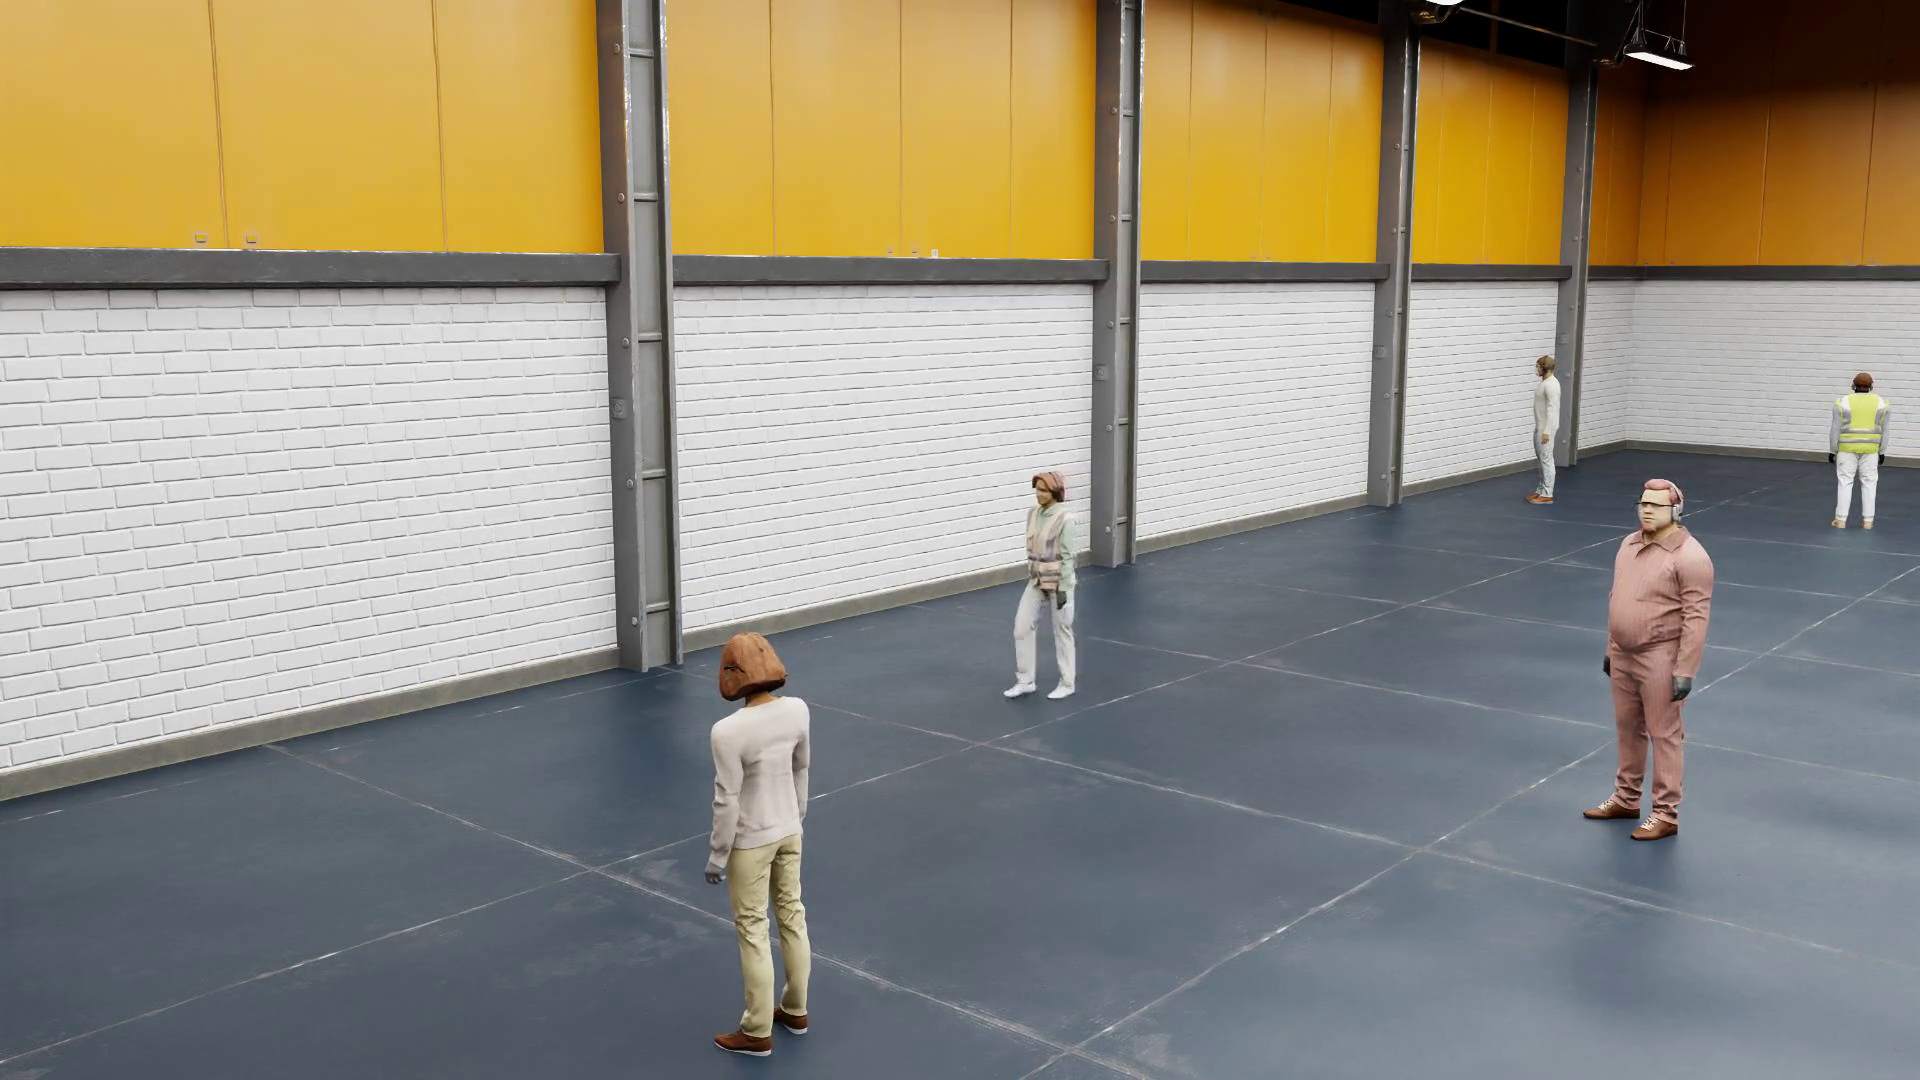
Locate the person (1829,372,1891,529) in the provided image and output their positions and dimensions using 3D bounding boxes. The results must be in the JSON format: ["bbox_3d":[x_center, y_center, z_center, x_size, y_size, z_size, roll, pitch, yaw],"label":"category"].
[{"bbox_3d":[10.557,-1.049,19.568,0.624,1.844,0.430,3,9,18],"label":"person"}]

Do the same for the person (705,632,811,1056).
[{"bbox_3d":[-0.772,1.155,6.379,0.279,1.633,0.498,7,11,36],"label":"person"}]

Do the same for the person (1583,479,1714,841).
[{"bbox_3d":[3.649,0.623,8.844,0.410,1.913,0.651,-3,9,-17],"label":"person"}]

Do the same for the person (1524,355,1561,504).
[{"bbox_3d":[7.624,-1.437,21.701,0.357,1.937,0.637,2,9,12],"label":"person"}]

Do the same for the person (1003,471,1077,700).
[{"bbox_3d":[0.561,0.333,11.583,0.628,1.615,0.536,-7,11,-37],"label":"person"}]
